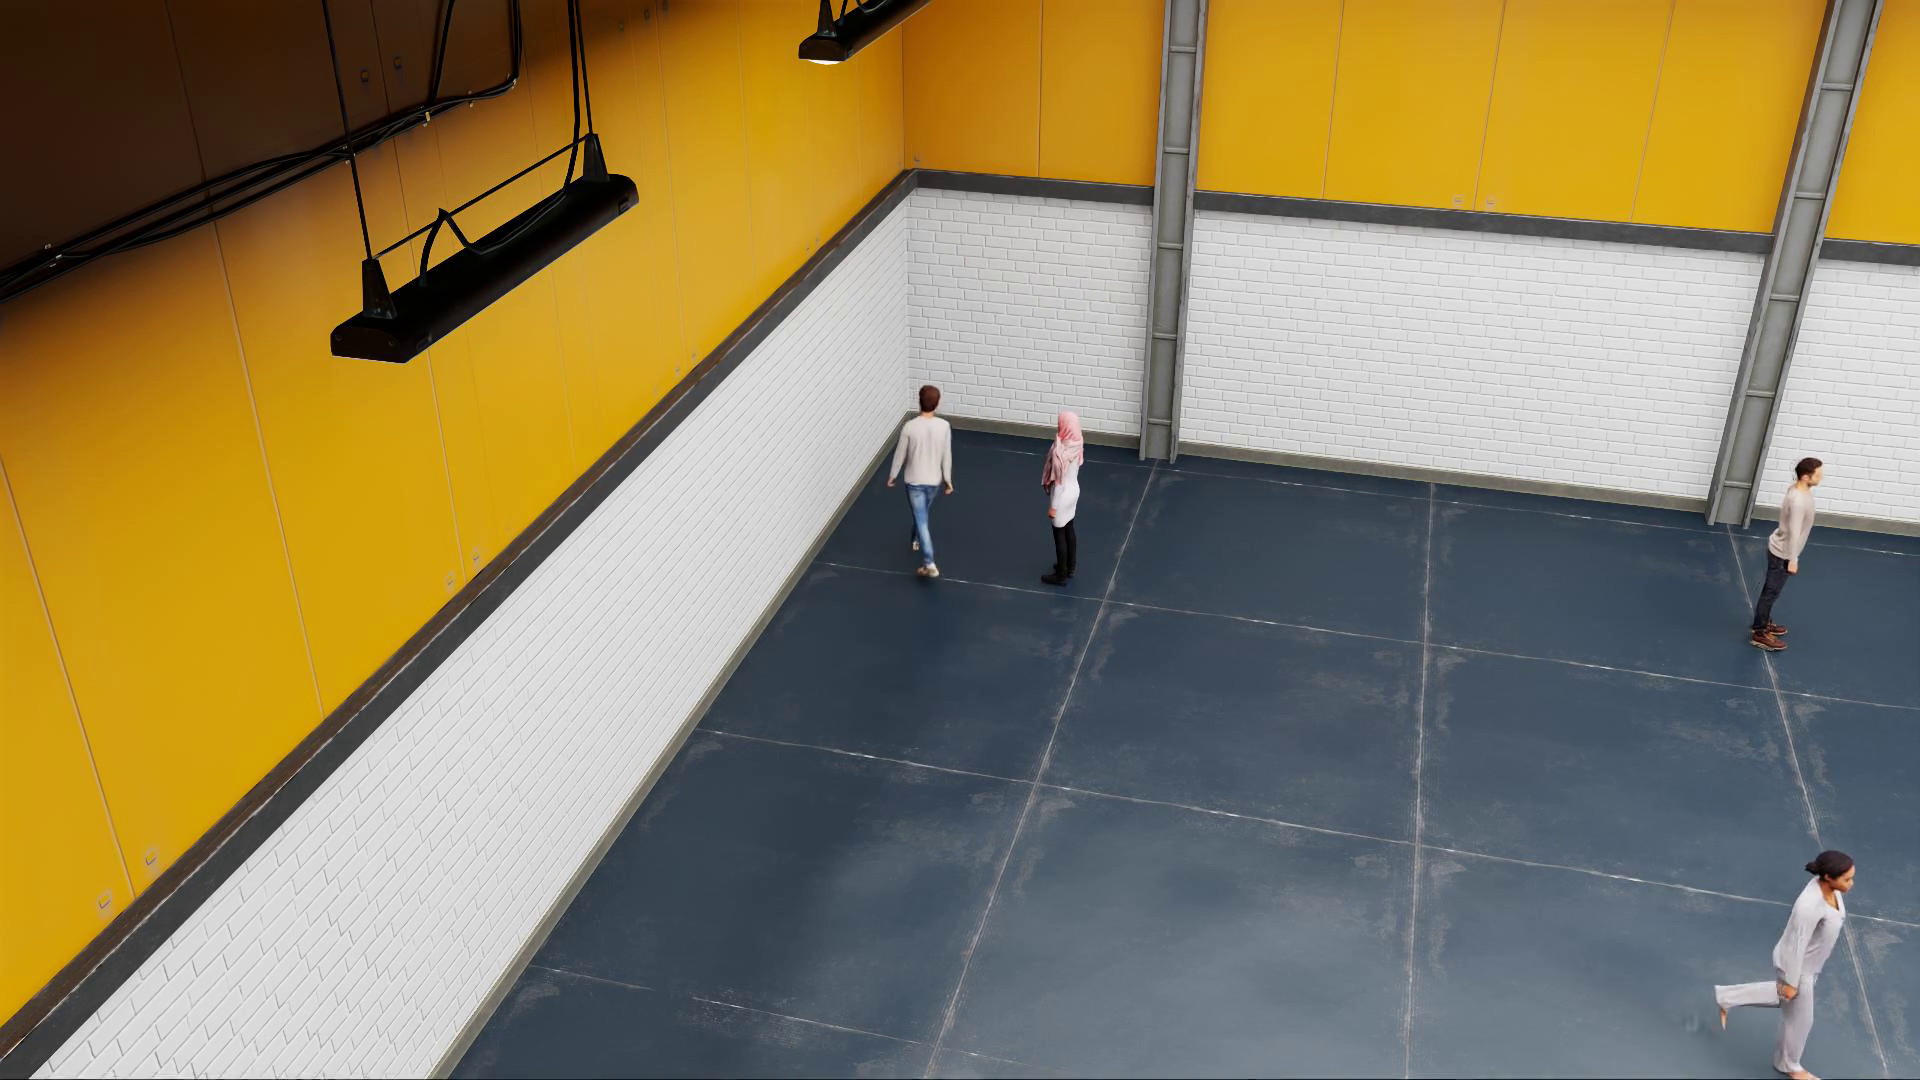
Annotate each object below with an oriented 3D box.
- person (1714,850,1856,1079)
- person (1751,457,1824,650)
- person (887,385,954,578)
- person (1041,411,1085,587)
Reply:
[{"bbox_3d":[5.210,2.618,10.475,1.100,1.714,0.918,23,36,36],"label":"person"},{"bbox_3d":[7.390,0.088,14.955,0.649,1.866,0.706,13,31,22],"label":"person"},{"bbox_3d":[-0.323,-0.515,16.085,1.296,1.841,1.195,-7,29,-13],"label":"person"},{"bbox_3d":[1.001,-0.409,15.930,0.685,1.804,0.694,16,32,27],"label":"person"}]
